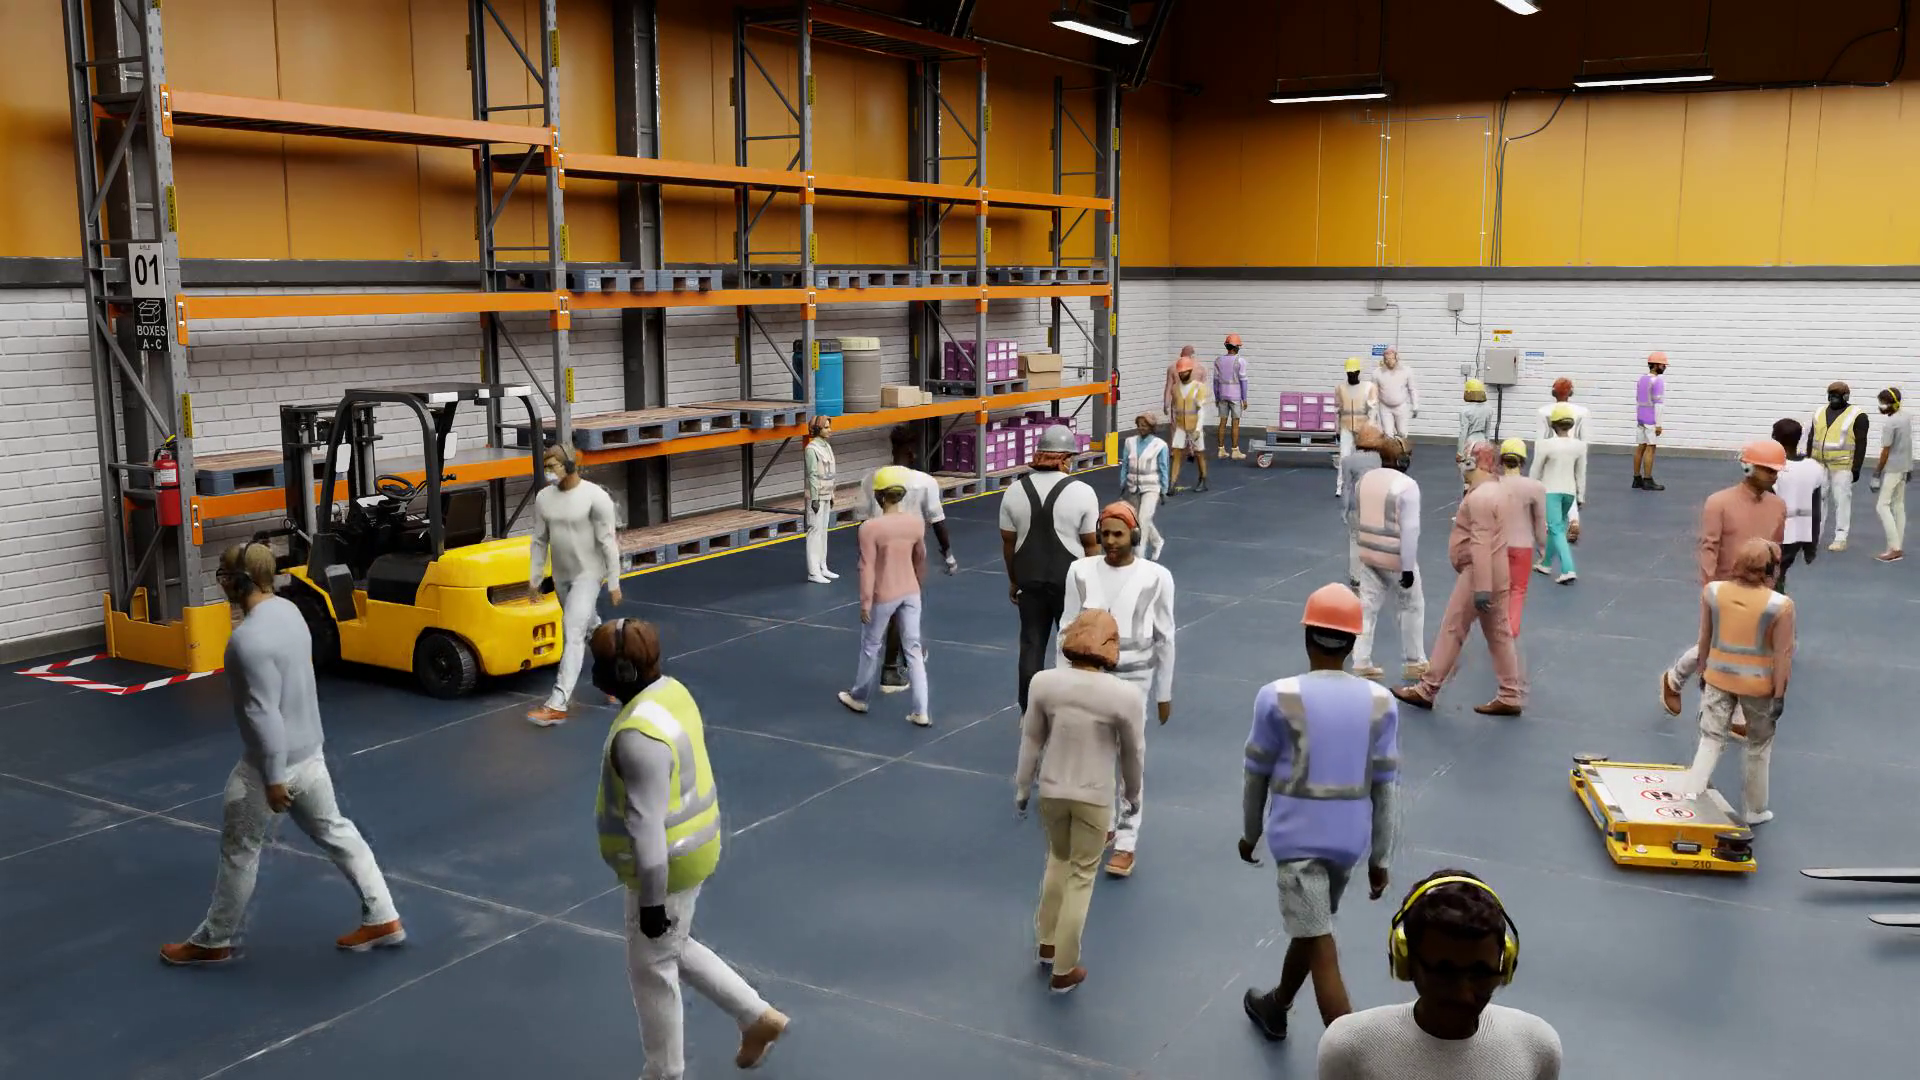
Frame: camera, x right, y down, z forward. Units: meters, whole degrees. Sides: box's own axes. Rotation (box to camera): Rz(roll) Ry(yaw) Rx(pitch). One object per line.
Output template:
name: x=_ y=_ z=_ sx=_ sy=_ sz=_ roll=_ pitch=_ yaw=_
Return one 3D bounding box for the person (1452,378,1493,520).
person: x=6.219 y=-1.085 z=20.171 sx=0.487 sy=1.745 sz=0.292 roll=-5 pitch=10 yaw=-26

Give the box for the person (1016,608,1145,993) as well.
person: x=0.514 y=1.087 z=7.030 sx=0.517 sy=1.608 sz=0.524 roll=5 pitch=10 yaw=27

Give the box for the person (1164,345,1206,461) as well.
person: x=3.637 y=-2.193 z=26.807 sx=0.680 sy=1.878 sz=0.903 roll=0 pitch=9 yaw=-2

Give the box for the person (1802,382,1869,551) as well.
person: x=9.513 y=-0.807 z=18.136 sx=0.429 sy=1.840 sz=0.637 roll=-6 pitch=11 yaw=-31

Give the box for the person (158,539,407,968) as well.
person: x=-2.945 y=0.924 z=7.232 sx=1.033 sy=1.887 sz=0.650 roll=0 pitch=9 yaw=-2

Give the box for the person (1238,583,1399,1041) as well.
person: x=1.333 y=1.100 z=6.151 sx=0.540 sy=1.875 sz=1.014 roll=-3 pitch=9 yaw=-15

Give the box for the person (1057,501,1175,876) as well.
person: x=0.769 y=0.737 z=8.452 sx=0.590 sy=1.883 sz=0.477 roll=4 pitch=10 yaw=25

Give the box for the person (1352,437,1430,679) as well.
person: x=3.255 y=0.141 z=12.314 sx=0.810 sy=1.810 sz=0.657 roll=-5 pitch=10 yaw=-29

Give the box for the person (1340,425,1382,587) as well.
person: x=3.837 y=-0.282 z=15.635 sx=0.511 sy=1.596 sz=0.836 roll=1 pitch=9 yaw=9

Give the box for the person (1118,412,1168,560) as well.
person: x=1.932 y=-0.524 z=17.083 sx=0.509 sy=1.610 sz=0.784 roll=8 pitch=12 yaw=42

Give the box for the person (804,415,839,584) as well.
person: x=-1.368 y=-0.404 z=16.244 sx=0.309 sy=1.641 sz=0.514 roll=2 pitch=9 yaw=12

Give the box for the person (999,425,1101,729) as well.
person: x=0.634 y=0.248 z=10.929 sx=0.673 sy=2.000 sz=0.536 roll=4 pitch=10 yaw=25

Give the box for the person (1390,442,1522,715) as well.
person: x=3.462 y=0.261 z=11.407 sx=0.948 sy=1.855 sz=0.669 roll=5 pitch=10 yaw=29

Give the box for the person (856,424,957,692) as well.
person: x=-0.416 y=0.114 z=12.189 sx=0.644 sy=1.909 sz=0.941 roll=5 pitch=10 yaw=29

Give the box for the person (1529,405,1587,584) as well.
person: x=5.869 y=-0.454 z=16.307 sx=0.536 sy=1.725 sz=0.900 roll=-2 pitch=9 yaw=-13

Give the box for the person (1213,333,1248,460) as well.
person: x=4.408 y=-2.325 z=26.980 sx=0.615 sy=2.042 sz=0.374 roll=8 pitch=12 yaw=42

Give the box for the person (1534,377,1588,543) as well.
person: x=6.754 y=-0.901 z=18.683 sx=0.593 sy=1.858 sz=0.858 roll=1 pitch=9 yaw=5

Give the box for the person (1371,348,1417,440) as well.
person: x=6.697 y=-2.038 z=25.693 sx=0.699 sy=1.874 sz=0.536 roll=2 pitch=9 yaw=14

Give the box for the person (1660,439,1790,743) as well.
person: x=4.993 y=0.305 z=10.803 sx=0.624 sy=1.969 sz=0.734 roll=-2 pitch=9 yaw=-10

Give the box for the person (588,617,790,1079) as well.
person: x=-0.988 y=1.162 z=5.956 sx=0.622 sy=1.818 sz=0.640 roll=0 pitch=9 yaw=-1

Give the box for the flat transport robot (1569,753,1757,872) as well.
flat transport robot: x=3.751 y=1.445 z=8.965 sx=0.652 sy=0.197 sz=1.431 roll=2 pitch=9 yaw=10

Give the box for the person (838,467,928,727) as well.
person: x=-0.492 y=0.367 z=11.182 sx=0.546 sy=1.725 sz=0.823 roll=-6 pitch=11 yaw=-34

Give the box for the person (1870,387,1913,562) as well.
person: x=9.838 y=-0.697 z=17.515 sx=0.660 sy=1.831 sz=0.336 roll=-7 pitch=11 yaw=-37

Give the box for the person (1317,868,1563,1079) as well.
person: x=0.947 y=1.552 z=3.342 sx=0.535 sy=1.864 sz=0.309 roll=-1 pitch=9 yaw=-4

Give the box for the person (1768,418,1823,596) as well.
person: x=6.324 y=0.005 z=12.898 sx=0.593 sy=1.901 sz=0.523 roll=-4 pitch=10 yaw=-25

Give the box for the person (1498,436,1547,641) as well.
person: x=4.339 y=0.049 z=13.137 sx=0.528 sy=1.738 sz=0.848 roll=4 pitch=10 yaw=23

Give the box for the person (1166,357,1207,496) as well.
person: x=3.114 y=-1.544 z=22.640 sx=0.552 sy=1.890 sz=0.990 roll=6 pitch=11 yaw=31

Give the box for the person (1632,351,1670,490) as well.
person: x=9.633 y=-1.661 z=23.175 sx=0.376 sy=1.934 sz=0.547 roll=-1 pitch=9 yaw=-7

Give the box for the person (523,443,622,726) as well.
person: x=-2.614 y=0.270 z=11.322 sx=0.640 sy=1.881 sz=1.049 roll=5 pitch=11 yaw=30

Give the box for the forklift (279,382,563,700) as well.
forklift: x=-3.974 y=-0.067 z=12.417 sx=2.313 sy=2.155 sz=1.214 roll=5 pitch=11 yaw=30

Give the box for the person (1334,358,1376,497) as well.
person: x=5.366 y=-1.543 z=22.643 sx=0.588 sy=1.883 sz=0.972 roll=4 pitch=10 yaw=24

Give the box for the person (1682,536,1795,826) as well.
person: x=4.165 y=0.784 z=8.911 sx=0.521 sy=1.614 sz=0.703 roll=9 pitch=13 yaw=44
